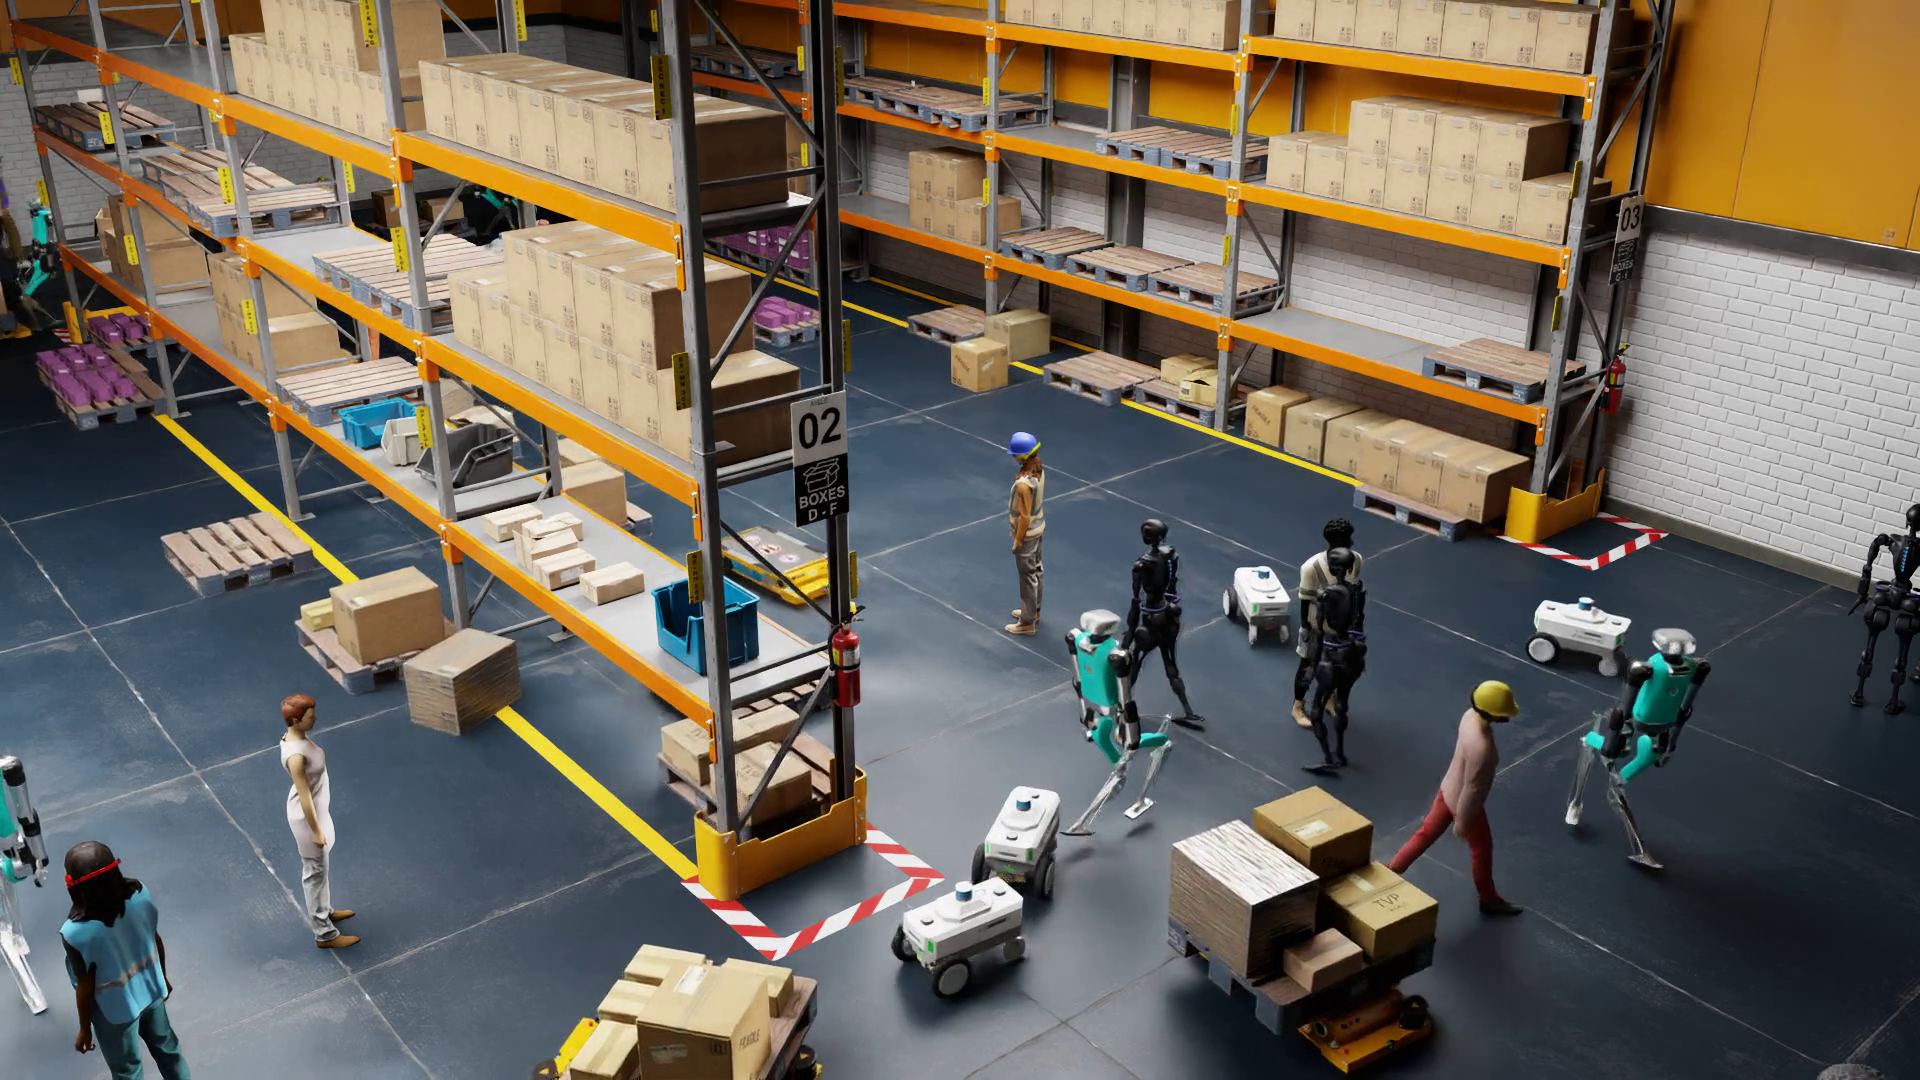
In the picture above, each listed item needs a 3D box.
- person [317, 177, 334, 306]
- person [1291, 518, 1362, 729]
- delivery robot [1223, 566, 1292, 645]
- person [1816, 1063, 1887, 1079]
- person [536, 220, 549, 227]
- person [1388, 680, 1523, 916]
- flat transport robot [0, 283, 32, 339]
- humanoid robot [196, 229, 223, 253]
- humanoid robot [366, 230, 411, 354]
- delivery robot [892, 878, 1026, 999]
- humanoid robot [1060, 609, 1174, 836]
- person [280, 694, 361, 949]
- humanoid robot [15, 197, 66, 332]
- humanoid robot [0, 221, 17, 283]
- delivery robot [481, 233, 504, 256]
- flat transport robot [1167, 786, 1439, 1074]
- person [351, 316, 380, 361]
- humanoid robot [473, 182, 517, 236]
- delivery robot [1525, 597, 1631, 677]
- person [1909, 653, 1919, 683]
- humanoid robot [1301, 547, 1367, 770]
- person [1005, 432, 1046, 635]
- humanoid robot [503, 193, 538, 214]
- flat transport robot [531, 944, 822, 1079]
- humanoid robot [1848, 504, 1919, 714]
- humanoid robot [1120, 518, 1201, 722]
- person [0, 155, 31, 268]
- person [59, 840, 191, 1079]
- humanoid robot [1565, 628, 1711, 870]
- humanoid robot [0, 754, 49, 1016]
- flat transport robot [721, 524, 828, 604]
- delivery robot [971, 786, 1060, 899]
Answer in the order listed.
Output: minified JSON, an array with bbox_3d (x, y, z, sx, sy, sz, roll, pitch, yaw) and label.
[{"bbox_3d":[-8.707,-4.157,23.290,0.935,1.831,0.589,4,24,10],"label":"person"},{"bbox_3d":[2.745,0.609,12.441,0.534,1.692,0.320,-10,25,-23],"label":"person"},{"bbox_3d":[2.555,0.514,14.110,0.499,0.609,0.811,-2,23,-4],"label":"delivery robot"},{"bbox_3d":[3.689,2.924,7.124,0.864,1.639,0.441,-17,29,-35],"label":"person"},{"bbox_3d":[-5.072,-3.011,20.554,0.411,1.908,0.640,7,24,17],"label":"person"},{"bbox_3d":[3.048,1.565,10.203,0.932,1.705,0.594,1,23,3],"label":"person"},{"bbox_3d":[-13.103,-2.696,21.886,1.431,0.231,0.659,-21,31,-40],"label":"flat transport robot"},{"bbox_3d":[-11.505,-4.909,25.317,0.601,1.632,0.793,12,26,26],"label":"humanoid robot"},{"bbox_3d":[-7.461,-3.185,21.303,0.713,1.629,0.611,14,27,29],"label":"humanoid robot"},{"bbox_3d":[-0.007,2.332,9.907,0.790,0.614,0.499,-15,27,-31],"label":"delivery robot"},{"bbox_3d":[1.093,1.196,11.024,1.037,1.721,0.535,-18,29,-36],"label":"humanoid robot"},{"bbox_3d":[-3.883,1.678,10.004,0.286,1.657,0.441,-9,25,-20],"label":"person"},{"bbox_3d":[-12.462,-3.655,22.264,0.545,1.762,0.870,19,30,38],"label":"humanoid robot"},{"bbox_3d":[-14.398,-4.596,24.541,0.647,1.624,0.611,0,23,1],"label":"humanoid robot"},{"bbox_3d":[-6.983,-4.409,25.501,0.499,0.602,0.801,12,26,26],"label":"delivery robot"},{"bbox_3d":[2.010,2.541,9.759,0.659,0.231,1.431,-14,27,-29],"label":"flat transport robot"},{"bbox_3d":[-7.175,-2.727,20.082,0.495,1.759,0.335,14,27,29],"label":"person"},{"bbox_3d":[-7.560,-5.779,27.234,0.917,1.804,0.561,4,24,9],"label":"humanoid robot"},{"bbox_3d":[5.033,0.755,13.543,0.795,0.602,0.499,14,27,30],"label":"delivery robot"},{"bbox_3d":[7.816,0.262,12.954,0.545,1.927,0.387,14,27,30],"label":"person"},{"bbox_3d":[2.709,0.854,11.891,0.612,1.636,0.414,-20,30,-38],"label":"humanoid robot"},{"bbox_3d":[0.545,-0.061,13.888,0.315,1.773,0.459,7,24,15],"label":"person"},{"bbox_3d":[-6.950,-5.534,26.638,0.884,1.788,0.559,19,30,37],"label":"humanoid robot"},{"bbox_3d":[-1.525,2.895,8.940,1.431,0.231,0.659,6,24,14],"label":"flat transport robot"},{"bbox_3d":[7.125,0.505,12.680,0.599,1.657,0.315,16,28,33],"label":"humanoid robot"},{"bbox_3d":[1.495,0.611,12.522,0.786,1.634,0.584,19,30,37],"label":"humanoid robot"},{"bbox_3d":[-14.654,-5.006,25.187,0.859,1.891,0.540,-20,30,-38],"label":"person"},{"bbox_3d":[-4.148,2.311,8.278,0.391,1.866,0.522,10,25,23],"label":"person"},{"bbox_3d":[4.360,1.255,10.902,0.549,1.717,1.042,-5,24,-10],"label":"humanoid robot"},{"bbox_3d":[-5.631,1.830,9.622,0.539,1.775,1.035,-19,30,-37],"label":"humanoid robot"},{"bbox_3d":[-1.691,0.203,15.172,0.659,0.231,1.431,-21,31,-39],"label":"flat transport robot"},{"bbox_3d":[0.395,1.940,10.795,0.513,0.599,0.770,7,24,17],"label":"delivery robot"}]
